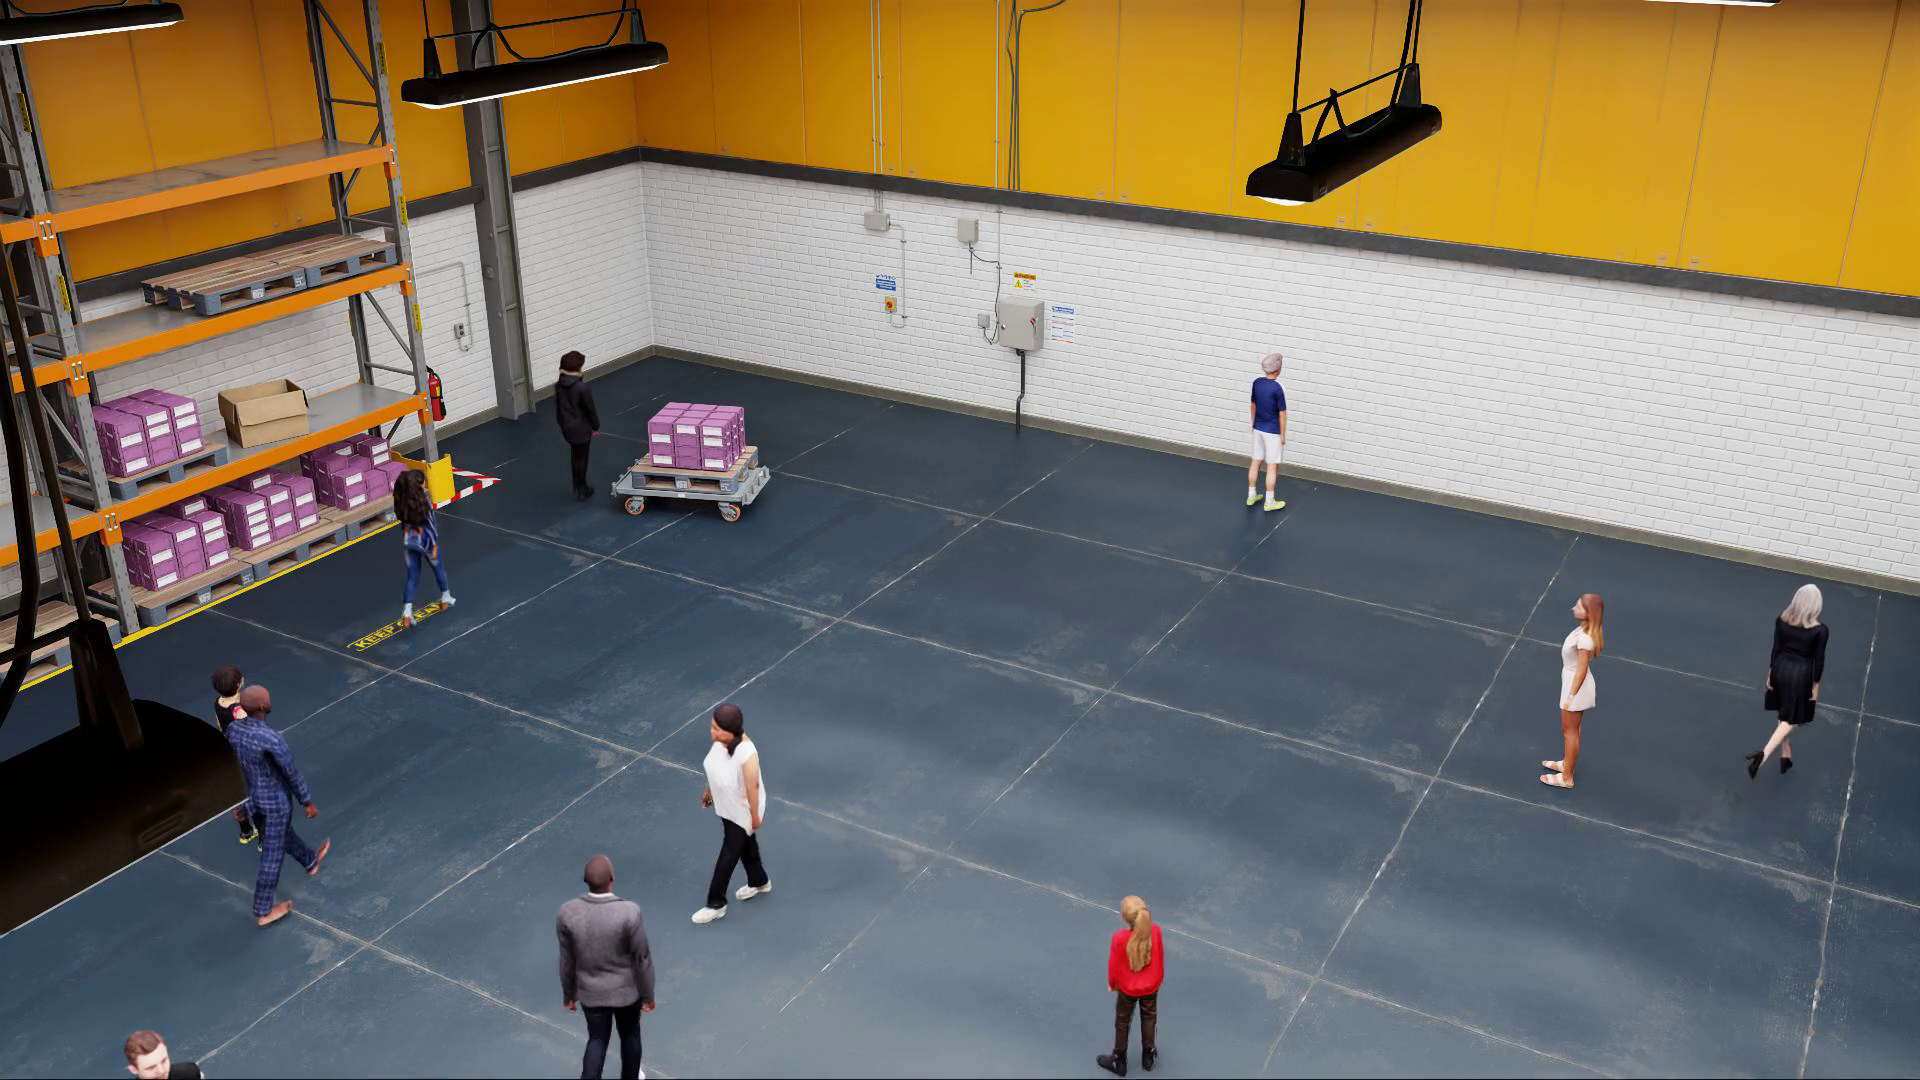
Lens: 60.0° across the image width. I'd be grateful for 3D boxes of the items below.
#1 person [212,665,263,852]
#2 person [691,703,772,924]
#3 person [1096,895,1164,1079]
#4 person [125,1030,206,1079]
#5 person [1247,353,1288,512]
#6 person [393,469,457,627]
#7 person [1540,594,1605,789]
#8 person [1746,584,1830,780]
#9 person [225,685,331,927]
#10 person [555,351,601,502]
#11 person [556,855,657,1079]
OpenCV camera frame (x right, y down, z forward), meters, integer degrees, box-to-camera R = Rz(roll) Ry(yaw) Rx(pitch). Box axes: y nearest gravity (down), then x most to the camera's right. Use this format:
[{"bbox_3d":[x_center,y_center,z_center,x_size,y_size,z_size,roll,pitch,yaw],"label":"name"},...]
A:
[{"bbox_3d":[-5.461,1.643,12.675,0.549,1.548,0.513,15,28,31],"label":"person"},{"bbox_3d":[-1.547,1.898,11.948,1.043,1.663,0.940,-11,26,-23],"label":"person"},{"bbox_3d":[1.124,2.774,10.428,0.631,1.276,0.670,0,24,0],"label":"person"},{"bbox_3d":[-4.053,3.278,8.571,0.613,1.840,0.762,-20,31,-38],"label":"person"},{"bbox_3d":[3.500,-1.245,18.920,0.668,1.838,0.704,-19,30,-36],"label":"person"},{"bbox_3d":[-5.298,0.095,16.170,0.797,1.587,1.091,5,24,12],"label":"person"},{"bbox_3d":[5.008,1.205,13.496,0.643,1.694,0.514,10,26,22],"label":"person"},{"bbox_3d":[6.698,1.198,13.478,1.082,1.722,0.794,-19,30,-37],"label":"person"},{"bbox_3d":[-4.962,1.908,11.790,0.761,1.773,1.127,10,26,22],"label":"person"},{"bbox_3d":[-4.446,-1.277,19.088,0.670,1.763,0.634,9,25,20],"label":"person"},{"bbox_3d":[-2.097,2.735,9.862,0.970,1.800,1.106,2,24,4],"label":"person"}]
